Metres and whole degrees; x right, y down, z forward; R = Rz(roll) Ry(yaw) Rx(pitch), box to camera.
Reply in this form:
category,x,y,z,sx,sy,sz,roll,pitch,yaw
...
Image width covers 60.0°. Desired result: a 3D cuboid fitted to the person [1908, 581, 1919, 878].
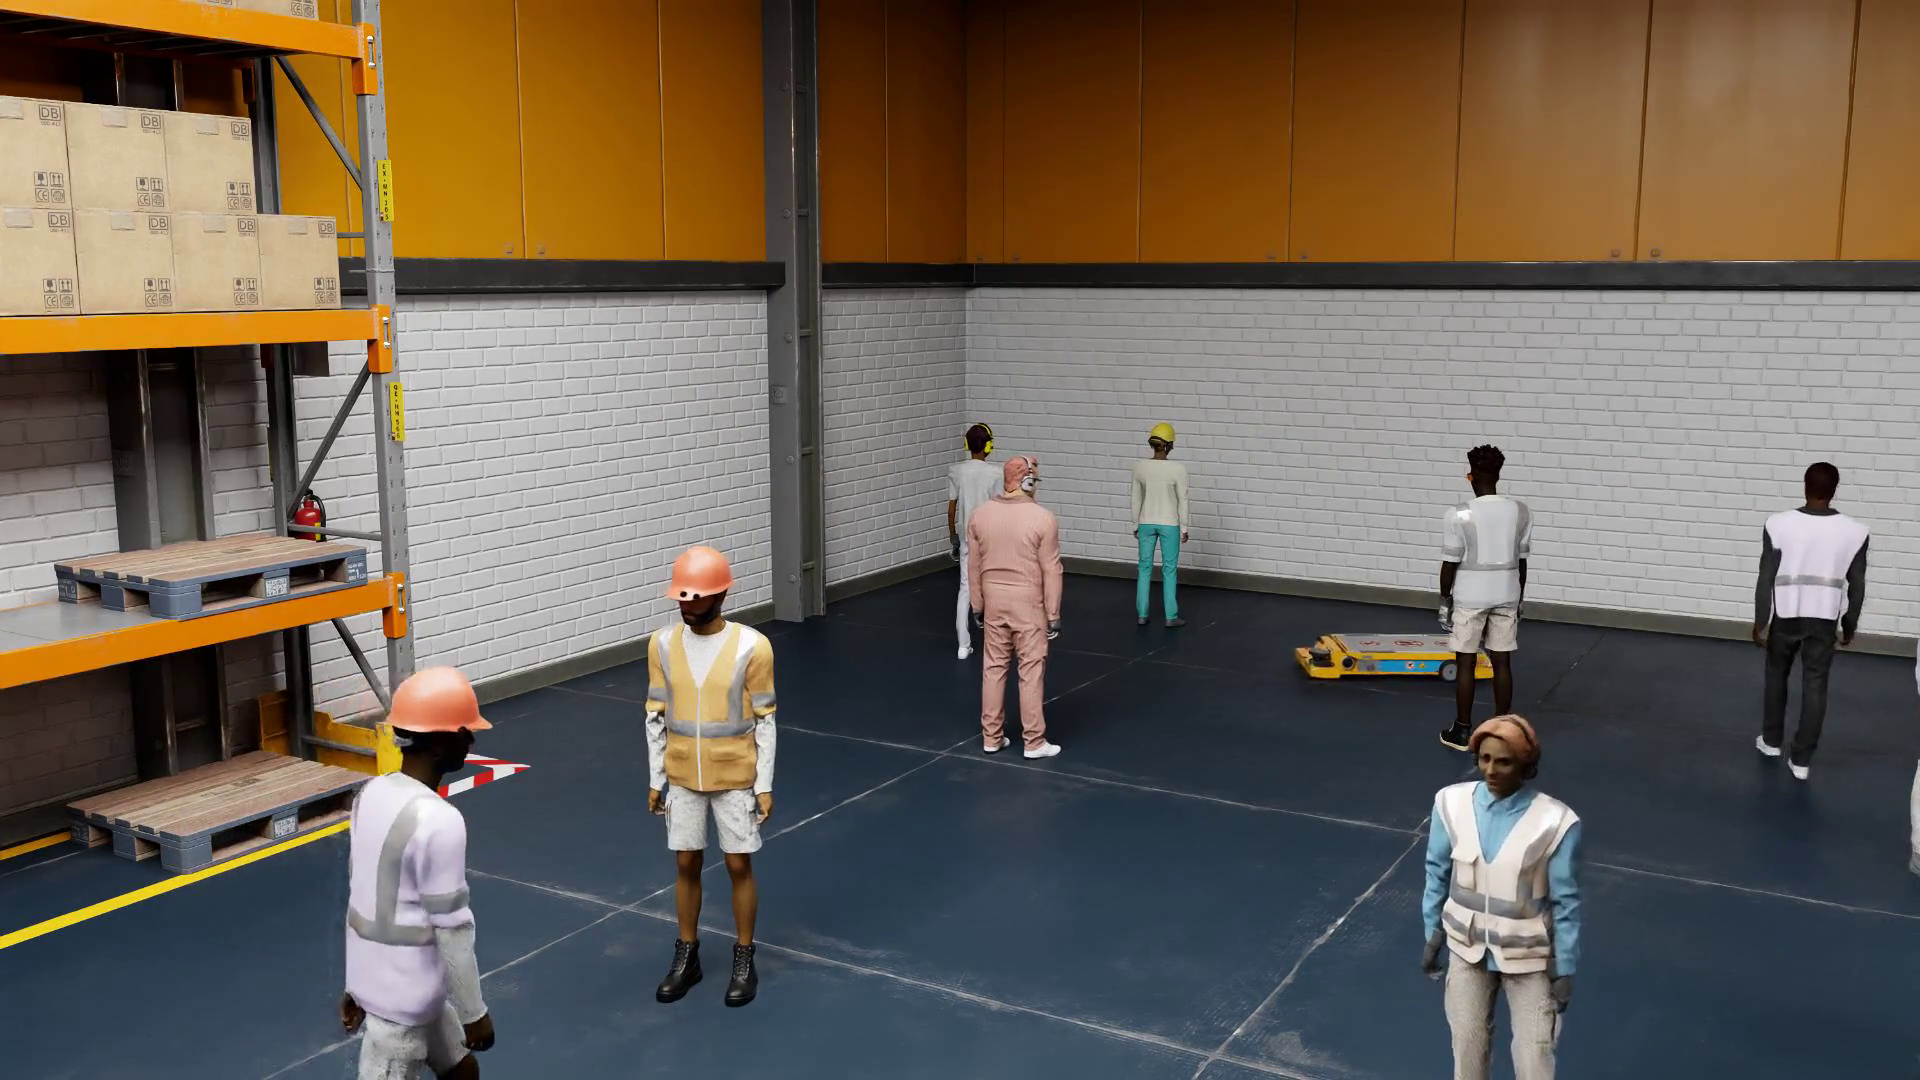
category,x,y,z,sx,sy,sz,roll,pitch,yaw
person,5.029,0.749,8.260,0.617,1.946,0.402,-2,9,-13

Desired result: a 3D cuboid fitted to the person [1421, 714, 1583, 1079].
category,x,y,z,sx,sy,sz,roll,pitch,yaw
person,1.760,1.360,5.425,0.517,1.627,0.323,8,12,40

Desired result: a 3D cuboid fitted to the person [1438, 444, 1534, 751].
category,x,y,z,sx,sy,sz,roll,pitch,yaw
person,3.328,0.369,10.596,0.598,1.958,0.375,-1,9,-7

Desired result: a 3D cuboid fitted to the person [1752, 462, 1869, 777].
category,x,y,z,sx,sy,sz,roll,pitch,yaw
person,5.192,0.459,10.225,0.611,1.885,0.812,3,10,19

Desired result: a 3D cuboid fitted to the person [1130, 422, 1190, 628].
category,x,y,z,sx,sy,sz,roll,pitch,yaw
person,1.717,-0.124,14.255,0.530,1.768,0.312,5,10,27

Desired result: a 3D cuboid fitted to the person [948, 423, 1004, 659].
category,x,y,z,sx,sy,sz,roll,pitch,yaw
person,0.151,0.019,13.053,0.514,1.867,0.328,3,10,20

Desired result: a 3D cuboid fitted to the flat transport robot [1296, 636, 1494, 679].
category,x,y,z,sx,sy,sz,roll,pitch,yaw
flat transport robot,3.328,0.879,12.641,1.431,0.197,0.652,0,9,1

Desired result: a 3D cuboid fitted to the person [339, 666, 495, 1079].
category,x,y,z,sx,sy,sz,roll,pitch,yaw
person,-1.683,1.318,4.923,0.954,1.887,0.537,-6,11,-33

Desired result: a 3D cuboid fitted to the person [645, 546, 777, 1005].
category,x,y,z,sx,sy,sz,roll,pitch,yaw
person,-1.036,0.974,6.870,0.550,1.933,0.373,2,9,10

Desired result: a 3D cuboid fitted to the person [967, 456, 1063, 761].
category,x,y,z,sx,sy,sz,roll,pitch,yaw
person,0.367,0.422,10.427,0.645,1.900,0.400,6,11,32
